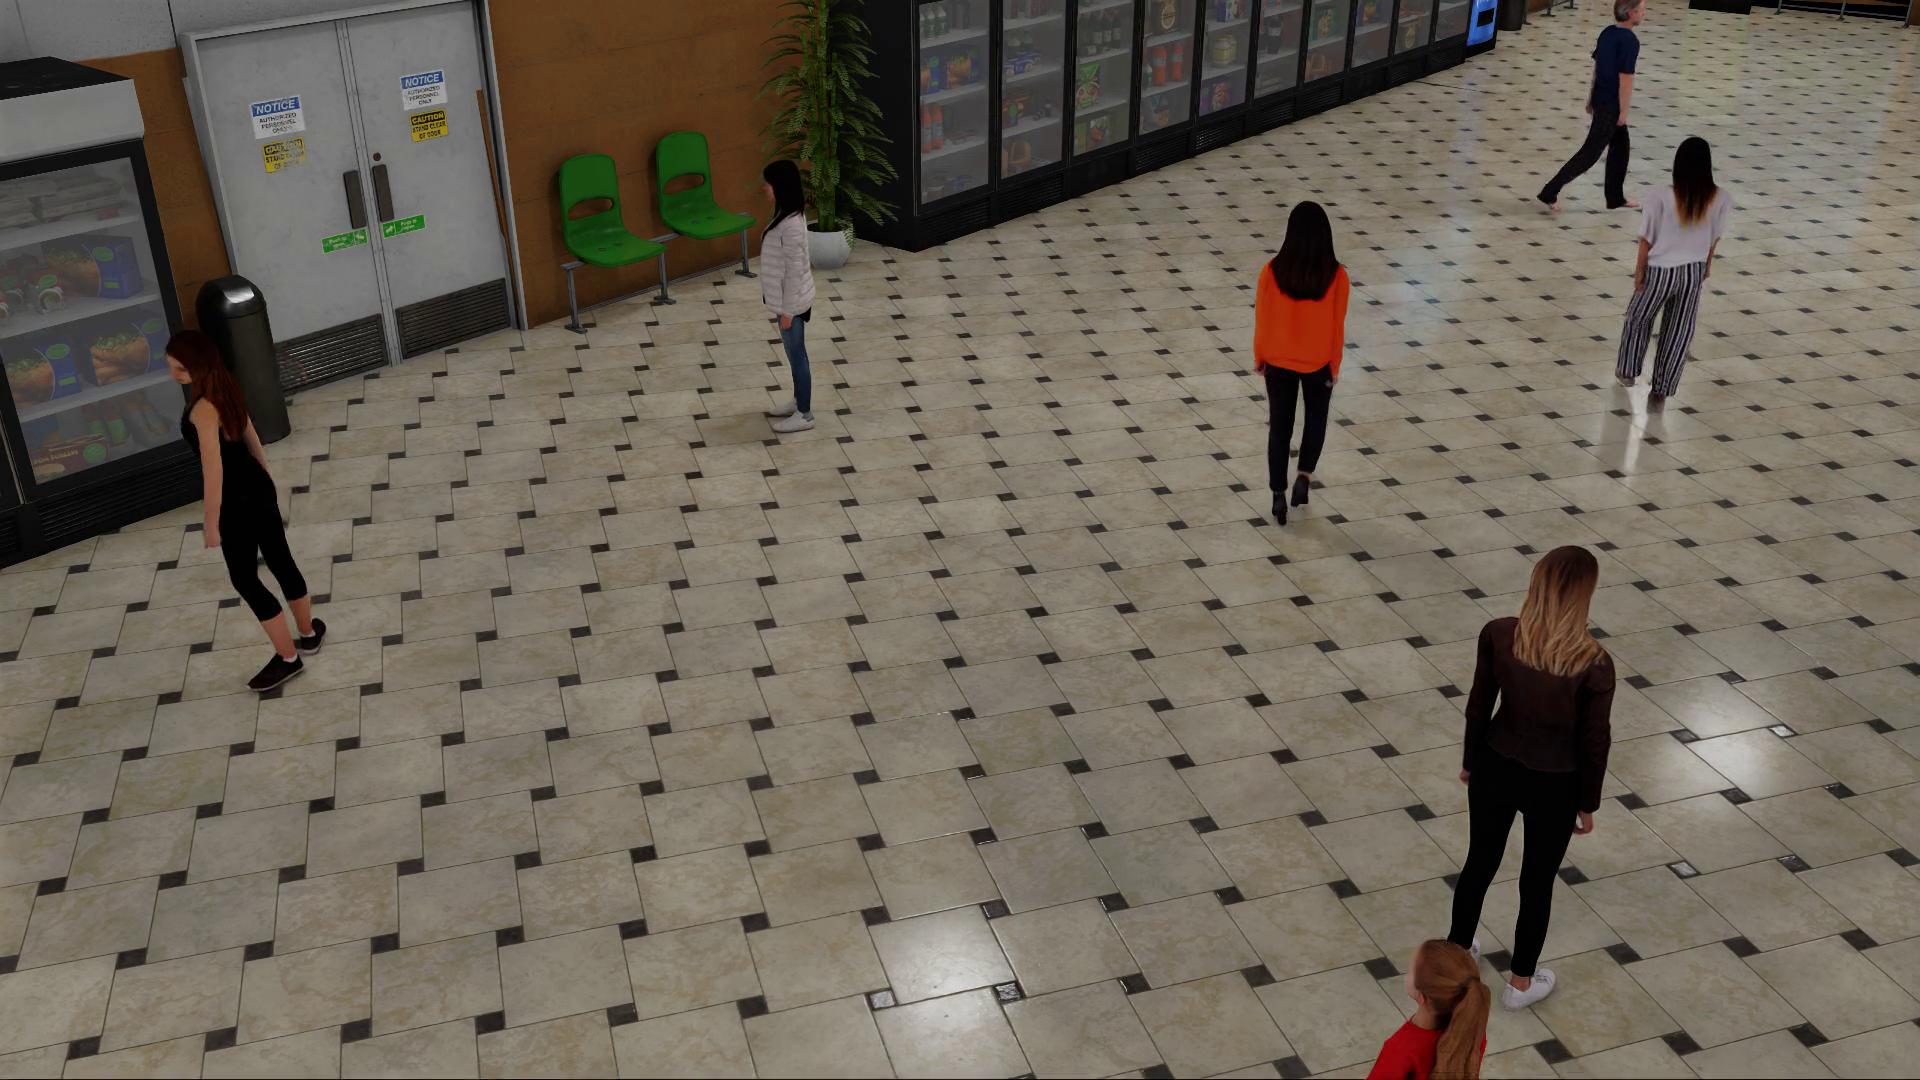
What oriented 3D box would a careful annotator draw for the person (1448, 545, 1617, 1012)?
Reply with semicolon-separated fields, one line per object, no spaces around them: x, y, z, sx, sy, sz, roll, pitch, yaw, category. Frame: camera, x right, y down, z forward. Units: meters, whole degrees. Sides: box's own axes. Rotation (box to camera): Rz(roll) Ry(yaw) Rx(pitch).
1.844;0.788;5.425;0.415;1.704;0.659;21;33;35;person

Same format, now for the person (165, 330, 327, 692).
-3.110;-0.184;7.354;0.847;1.694;0.797;3;27;7;person

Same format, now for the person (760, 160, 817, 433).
-1.008;-1.457;9.925;0.760;1.637;0.685;-4;27;-8;person

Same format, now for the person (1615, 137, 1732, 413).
4.375;-1.596;10.181;1.005;1.653;0.988;6;28;12;person

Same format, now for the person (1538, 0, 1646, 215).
5.351;-3.606;13.953;1.238;1.827;1.161;-1;27;-3;person

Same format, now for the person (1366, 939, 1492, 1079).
1.218;1.611;4.301;0.605;1.252;0.922;-20;33;-34;person

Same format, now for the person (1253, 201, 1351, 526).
1.763;-0.877;8.672;0.708;1.736;0.798;7;28;13;person
